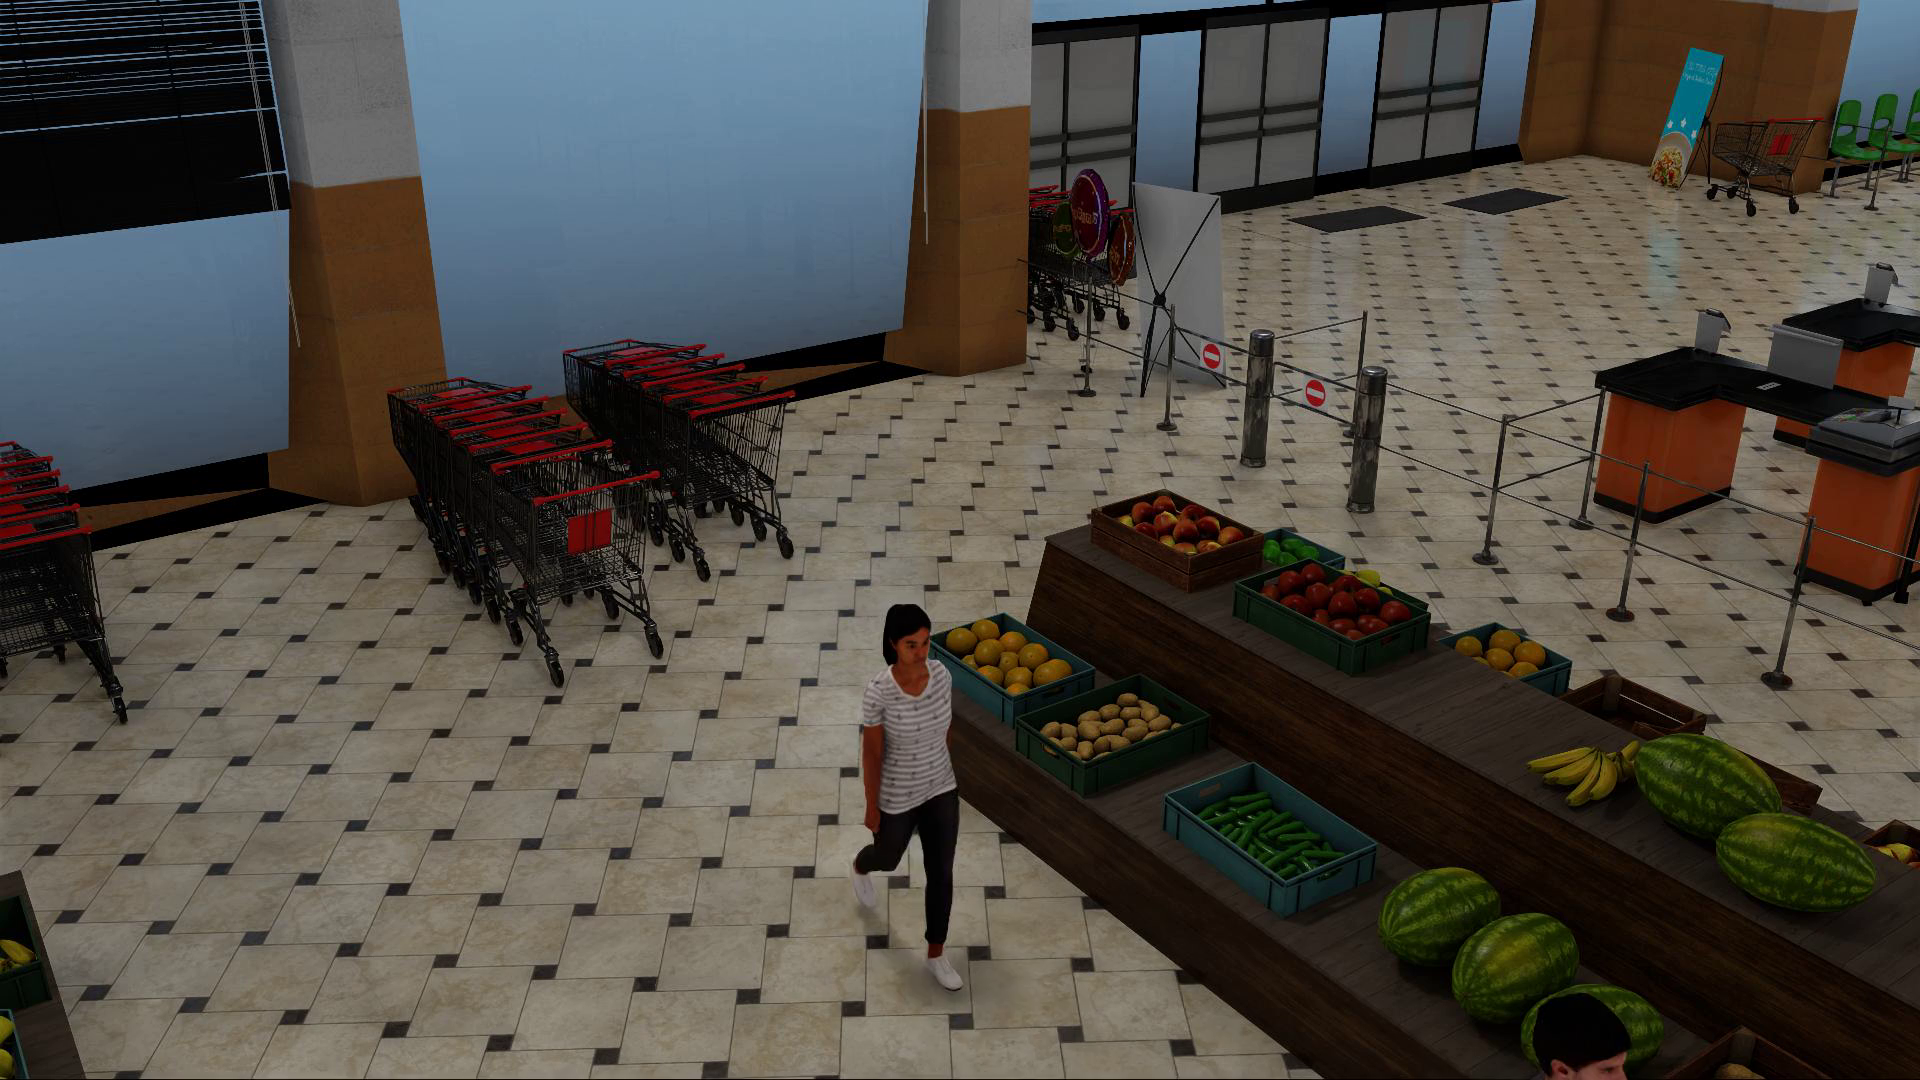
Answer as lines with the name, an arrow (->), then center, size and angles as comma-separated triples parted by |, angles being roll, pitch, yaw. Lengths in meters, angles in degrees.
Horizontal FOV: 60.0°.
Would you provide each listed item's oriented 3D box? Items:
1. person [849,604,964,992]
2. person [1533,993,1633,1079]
person -> -0.241, 0.996, 6.800 | 0.630, 1.616, 1.057 | -13, 27, -28
person -> 1.430, 1.944, 4.368 | 1.086, 1.829, 0.850 | 18, 30, 36
